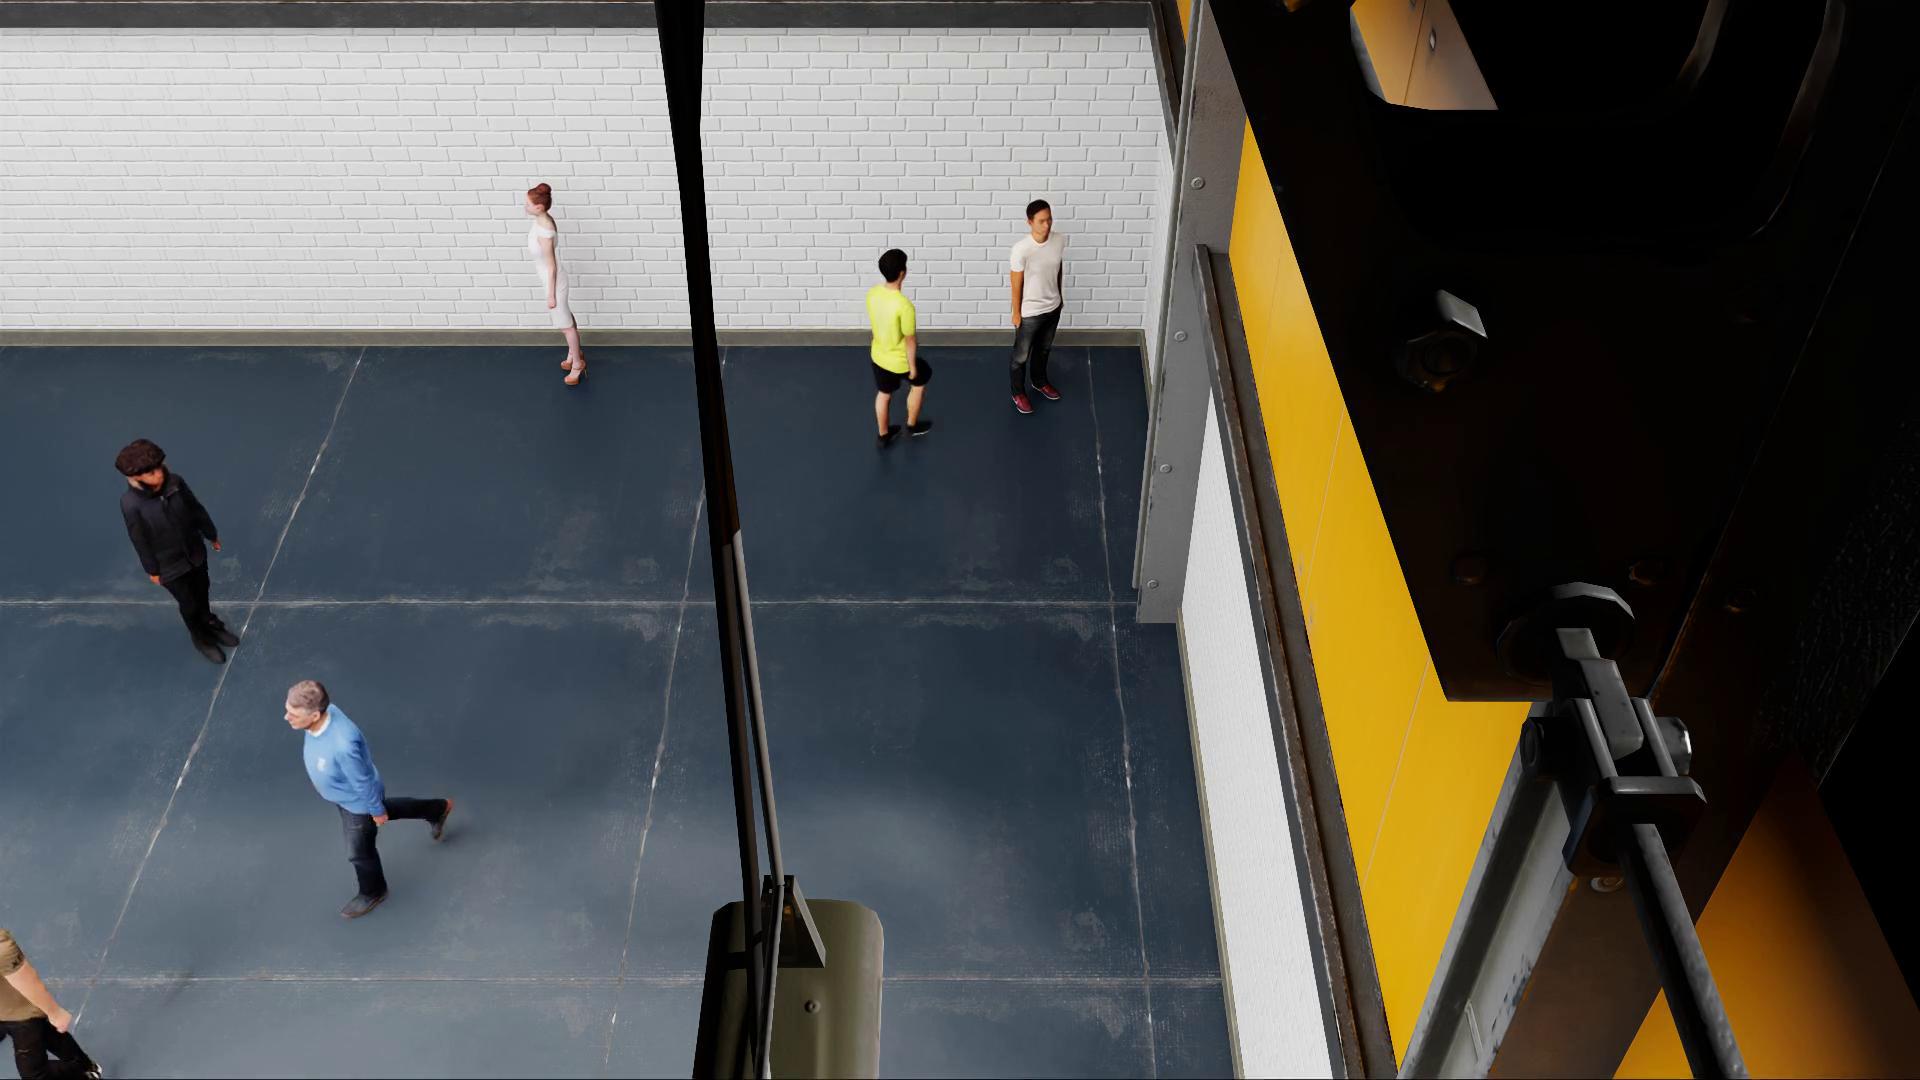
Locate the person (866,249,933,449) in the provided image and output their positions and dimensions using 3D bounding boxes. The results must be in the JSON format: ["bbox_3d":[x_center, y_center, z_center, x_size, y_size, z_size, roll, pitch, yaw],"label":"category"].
[{"bbox_3d":[-0.529,-1.346,12.298,0.805,1.693,0.859,28,50,27],"label":"person"}]

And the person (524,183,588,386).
[{"bbox_3d":[-3.133,-1.981,12.893,0.683,1.793,0.504,-11,45,-11],"label":"person"}]

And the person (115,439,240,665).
[{"bbox_3d":[-5.147,0.044,10.787,0.799,1.765,0.680,19,47,19],"label":"person"}]

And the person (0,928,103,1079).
[{"bbox_3d":[-4.717,2.271,8.393,0.776,1.843,0.752,12,45,12],"label":"person"}]

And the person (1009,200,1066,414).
[{"bbox_3d":[0.580,-1.806,12.701,0.711,1.804,0.739,-28,50,-26],"label":"person"}]

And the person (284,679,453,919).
[{"bbox_3d":[-3.341,1.358,9.386,1.156,1.794,1.097,-34,53,-31],"label":"person"}]
